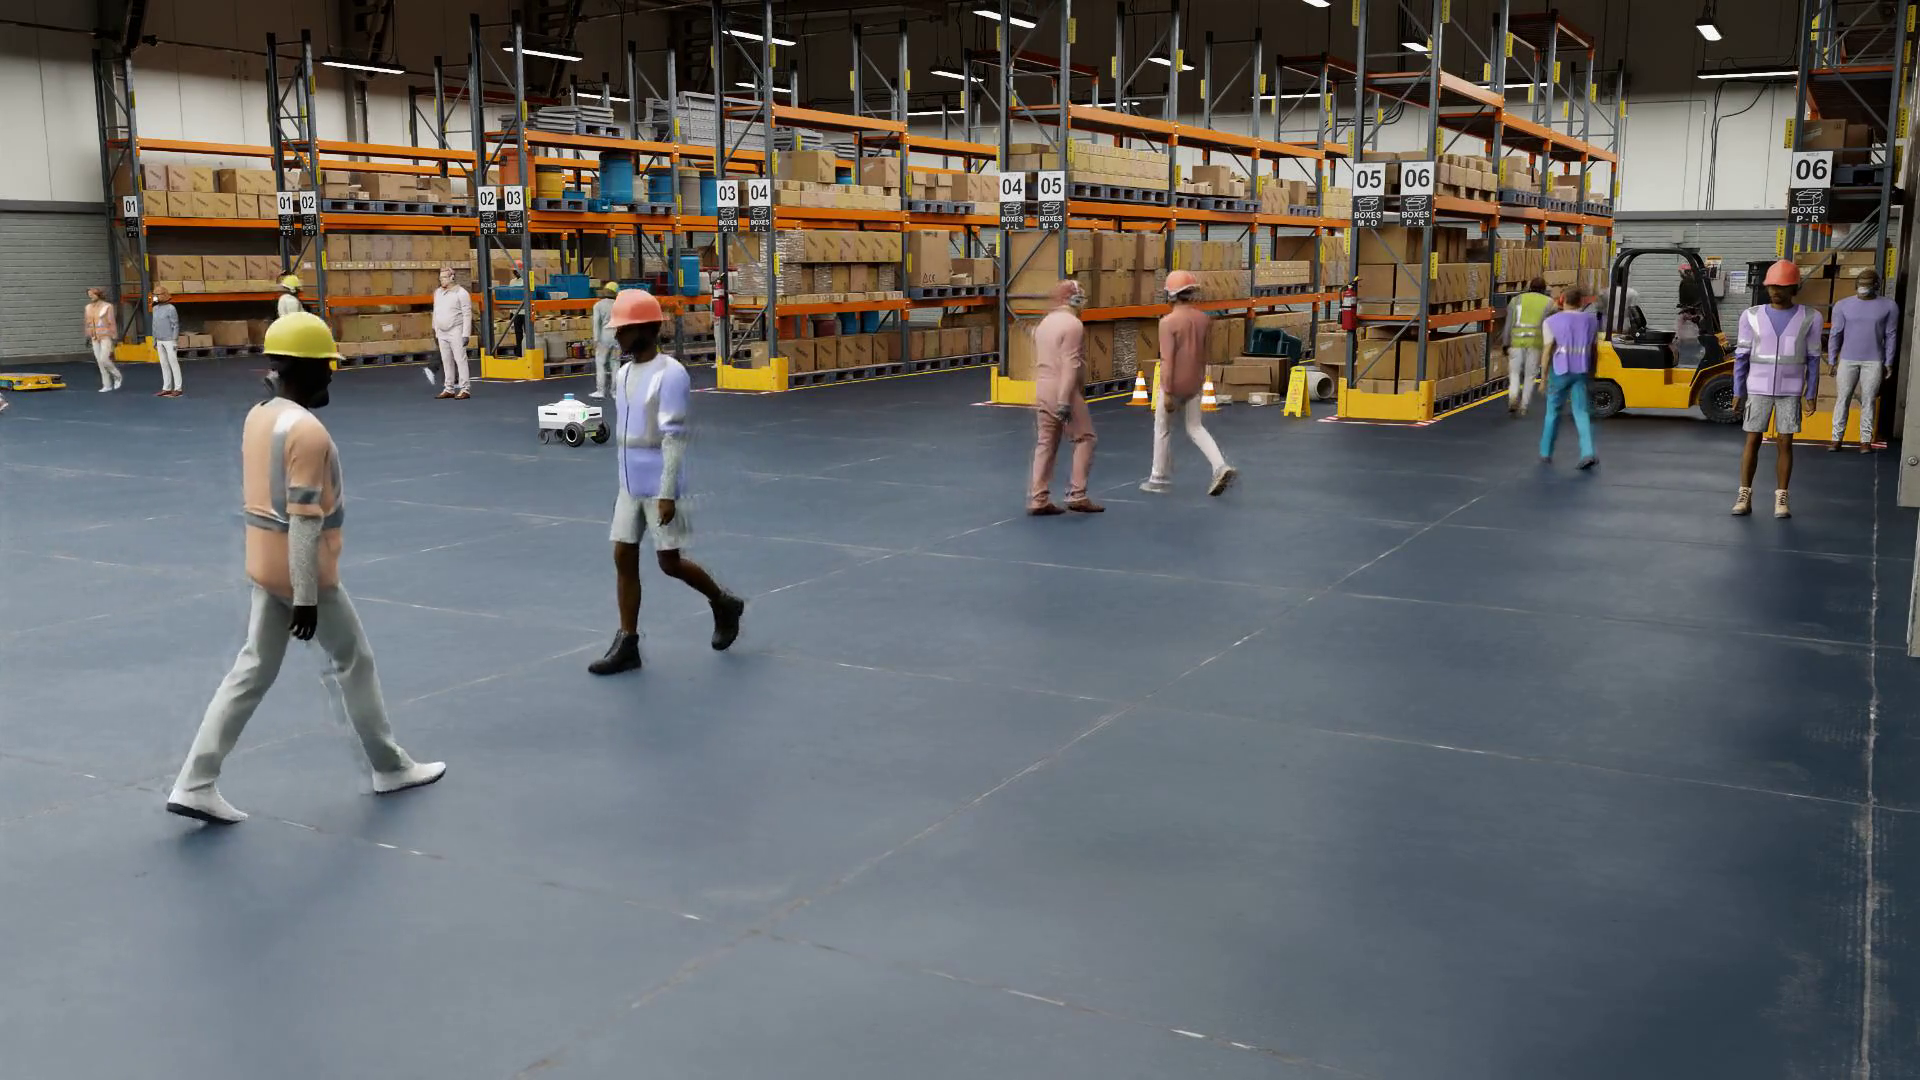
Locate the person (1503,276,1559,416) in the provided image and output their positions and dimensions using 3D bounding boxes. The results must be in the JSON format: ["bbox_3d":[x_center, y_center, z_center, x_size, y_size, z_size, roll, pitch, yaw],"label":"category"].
[{"bbox_3d":[7.415,-2.513,21.627,0.657,1.812,0.481,4,10,21],"label":"person"}]

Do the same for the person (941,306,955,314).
[{"bbox_3d":[-0.314,-6.485,44.506,0.635,1.937,0.352,5,11,28],"label":"person"}]

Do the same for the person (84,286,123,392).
[{"bbox_3d":[-13.101,-3.060,25.362,0.521,1.620,0.372,3,10,19],"label":"person"}]

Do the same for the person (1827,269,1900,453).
[{"bbox_3d":[9.503,-1.879,17.544,0.635,1.936,0.350,5,11,28],"label":"person"}]

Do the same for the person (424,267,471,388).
[{"bbox_3d":[-8.068,-3.320,26.070,0.639,1.899,0.607,-6,11,-31],"label":"person"}]

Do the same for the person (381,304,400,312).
[{"bbox_3d":[-11.807,-4.862,34.808,0.640,2.002,0.903,9,13,41],"label":"person"}]

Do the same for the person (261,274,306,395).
[{"bbox_3d":[-10.011,-3.052,24.805,0.812,1.808,0.599,-8,12,-39],"label":"person"}]

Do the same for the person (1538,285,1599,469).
[{"bbox_3d":[5.993,-1.597,16.360,0.620,1.793,0.980,0,10,0],"label":"person"}]

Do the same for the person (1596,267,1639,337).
[{"bbox_3d":[10.181,-3.275,25.819,0.611,1.906,1.059,4,11,23],"label":"person"}]

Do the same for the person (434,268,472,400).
[{"bbox_3d":[-7.389,-2.988,24.130,0.652,1.906,0.403,5,11,28],"label":"person"}]

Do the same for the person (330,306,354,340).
[{"bbox_3d":[-12.789,-4.679,34.479,0.538,1.750,0.451,1,10,9],"label":"person"}]

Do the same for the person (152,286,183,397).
[{"bbox_3d":[-11.732,-2.926,24.561,0.507,1.631,0.266,5,11,28],"label":"person"}]

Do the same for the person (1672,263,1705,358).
[{"bbox_3d":[14.933,-4.700,34.076,0.659,1.929,1.054,-7,12,-34],"label":"person"}]

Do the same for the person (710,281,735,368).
[{"bbox_3d":[-4.383,-3.971,30.672,0.523,1.636,0.310,5,11,28],"label":"person"}]

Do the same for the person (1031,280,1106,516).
[{"bbox_3d":[0.862,-1.125,13.304,0.716,1.872,0.667,-4,11,-24],"label":"person"}]

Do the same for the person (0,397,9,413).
[{"bbox_3d":[-12.850,-2.479,21.451,0.997,1.819,0.524,1,10,5],"label":"person"}]

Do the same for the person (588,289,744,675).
[{"bbox_3d":[-1.509,-0.302,8.371,0.549,1.917,0.808,9,13,41],"label":"person"}]

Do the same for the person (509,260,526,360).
[{"bbox_3d":[-8.567,-4.456,32.465,0.623,1.990,0.391,5,11,28],"label":"person"}]

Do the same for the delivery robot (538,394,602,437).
[{"bbox_3d":[-4.297,-1.367,18.315,0.707,0.478,0.477,5,11,28],"label":"delivery robot"}]

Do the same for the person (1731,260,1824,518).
[{"bbox_3d":[6.459,-1.187,13.185,0.615,2.039,0.386,5,11,28],"label":"person"}]

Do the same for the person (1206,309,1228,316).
[{"bbox_3d":[5.466,-4.785,35.340,0.536,1.669,0.762,6,11,32],"label":"person"}]

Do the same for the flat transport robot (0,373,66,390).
[{"bbox_3d":[-14.712,-2.482,25.947,1.431,0.197,0.652,5,11,28],"label":"flat transport robot"}]

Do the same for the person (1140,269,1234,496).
[{"bbox_3d":[1.964,-1.348,14.371,0.621,1.971,0.906,-7,12,-37],"label":"person"}]

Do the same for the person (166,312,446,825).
[{"bbox_3d":[-2.486,0.103,6.146,1.029,1.879,0.599,-9,13,-44],"label":"person"}]

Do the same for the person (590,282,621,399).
[{"bbox_3d":[-5.121,-2.914,24.282,0.542,1.700,0.437,-6,11,-30],"label":"person"}]
